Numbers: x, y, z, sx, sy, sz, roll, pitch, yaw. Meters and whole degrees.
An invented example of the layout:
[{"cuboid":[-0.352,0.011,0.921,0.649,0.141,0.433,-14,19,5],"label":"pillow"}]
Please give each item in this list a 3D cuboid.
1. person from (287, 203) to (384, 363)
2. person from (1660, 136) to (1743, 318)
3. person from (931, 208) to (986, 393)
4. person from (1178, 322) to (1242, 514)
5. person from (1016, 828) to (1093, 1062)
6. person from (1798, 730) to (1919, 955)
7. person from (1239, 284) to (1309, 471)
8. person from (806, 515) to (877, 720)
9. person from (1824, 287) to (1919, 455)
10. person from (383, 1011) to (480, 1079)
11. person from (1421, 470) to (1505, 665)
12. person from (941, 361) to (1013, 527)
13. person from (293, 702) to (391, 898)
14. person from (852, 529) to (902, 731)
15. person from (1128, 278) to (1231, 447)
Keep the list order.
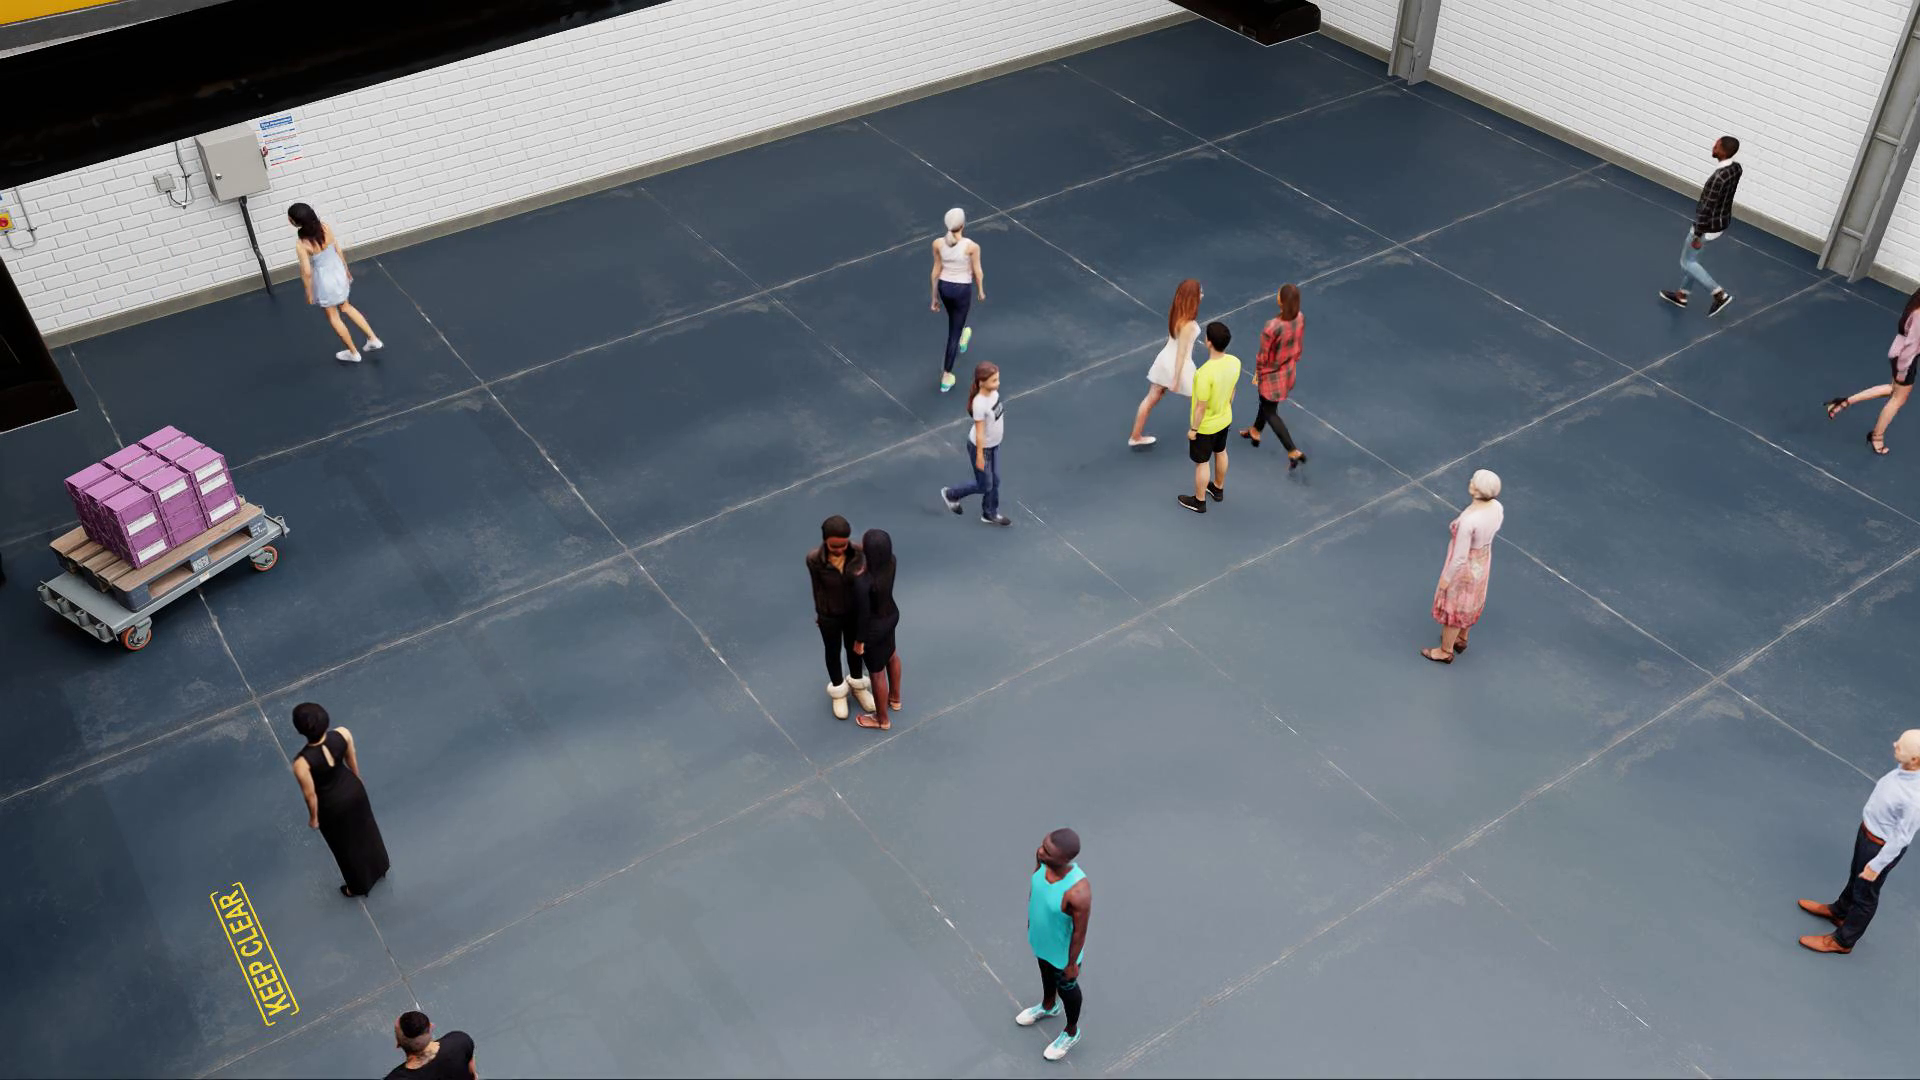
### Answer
[{"cuboid":[-5.729,-2.347,15.208,0.848,1.698,0.803,27,46,29],"label":"person"},{"cuboid":[7.231,-2.955,15.887,0.742,1.801,0.993,-29,47,-31],"label":"person"},{"cuboid":[-0.067,-2.126,14.969,1.174,1.652,1.118,13,40,16],"label":"person"},{"cuboid":[2.051,-1.001,13.515,0.641,1.707,0.537,-28,47,-31],"label":"person"},{"cuboid":[0.559,2.244,9.370,0.681,1.810,0.481,-20,43,-23],"label":"person"},{"cuboid":[5.498,1.800,9.943,0.752,1.788,0.732,14,41,17],"label":"person"},{"cuboid":[2.707,-1.356,13.981,0.677,1.681,1.060,-28,47,-31],"label":"person"},{"cuboid":[-0.853,0.485,11.692,0.681,1.662,0.612,-23,44,-26],"label":"person"},{"cuboid":[7.917,-1.537,14.115,0.964,1.796,0.838,19,42,22],"label":"person"},{"cuboid":[-2.566,2.987,8.404,0.684,1.854,0.689,-26,46,-29],"label":"person"},{"cuboid":[3.670,0.200,12.024,0.608,1.692,0.588,-29,47,-31],"label":"person"},{"cuboid":[0.139,-0.782,13.367,0.903,1.551,0.779,14,41,17],"label":"person"},{"cuboid":[-3.855,1.616,10.321,0.645,1.604,0.648,19,42,22],"label":"person"},{"cuboid":[-0.574,0.596,11.506,0.681,1.719,0.687,16,41,19],"label":"person"},{"cuboid":[1.743,-1.448,14.113,0.926,1.660,1.119,-10,40,-12],"label":"person"}]
